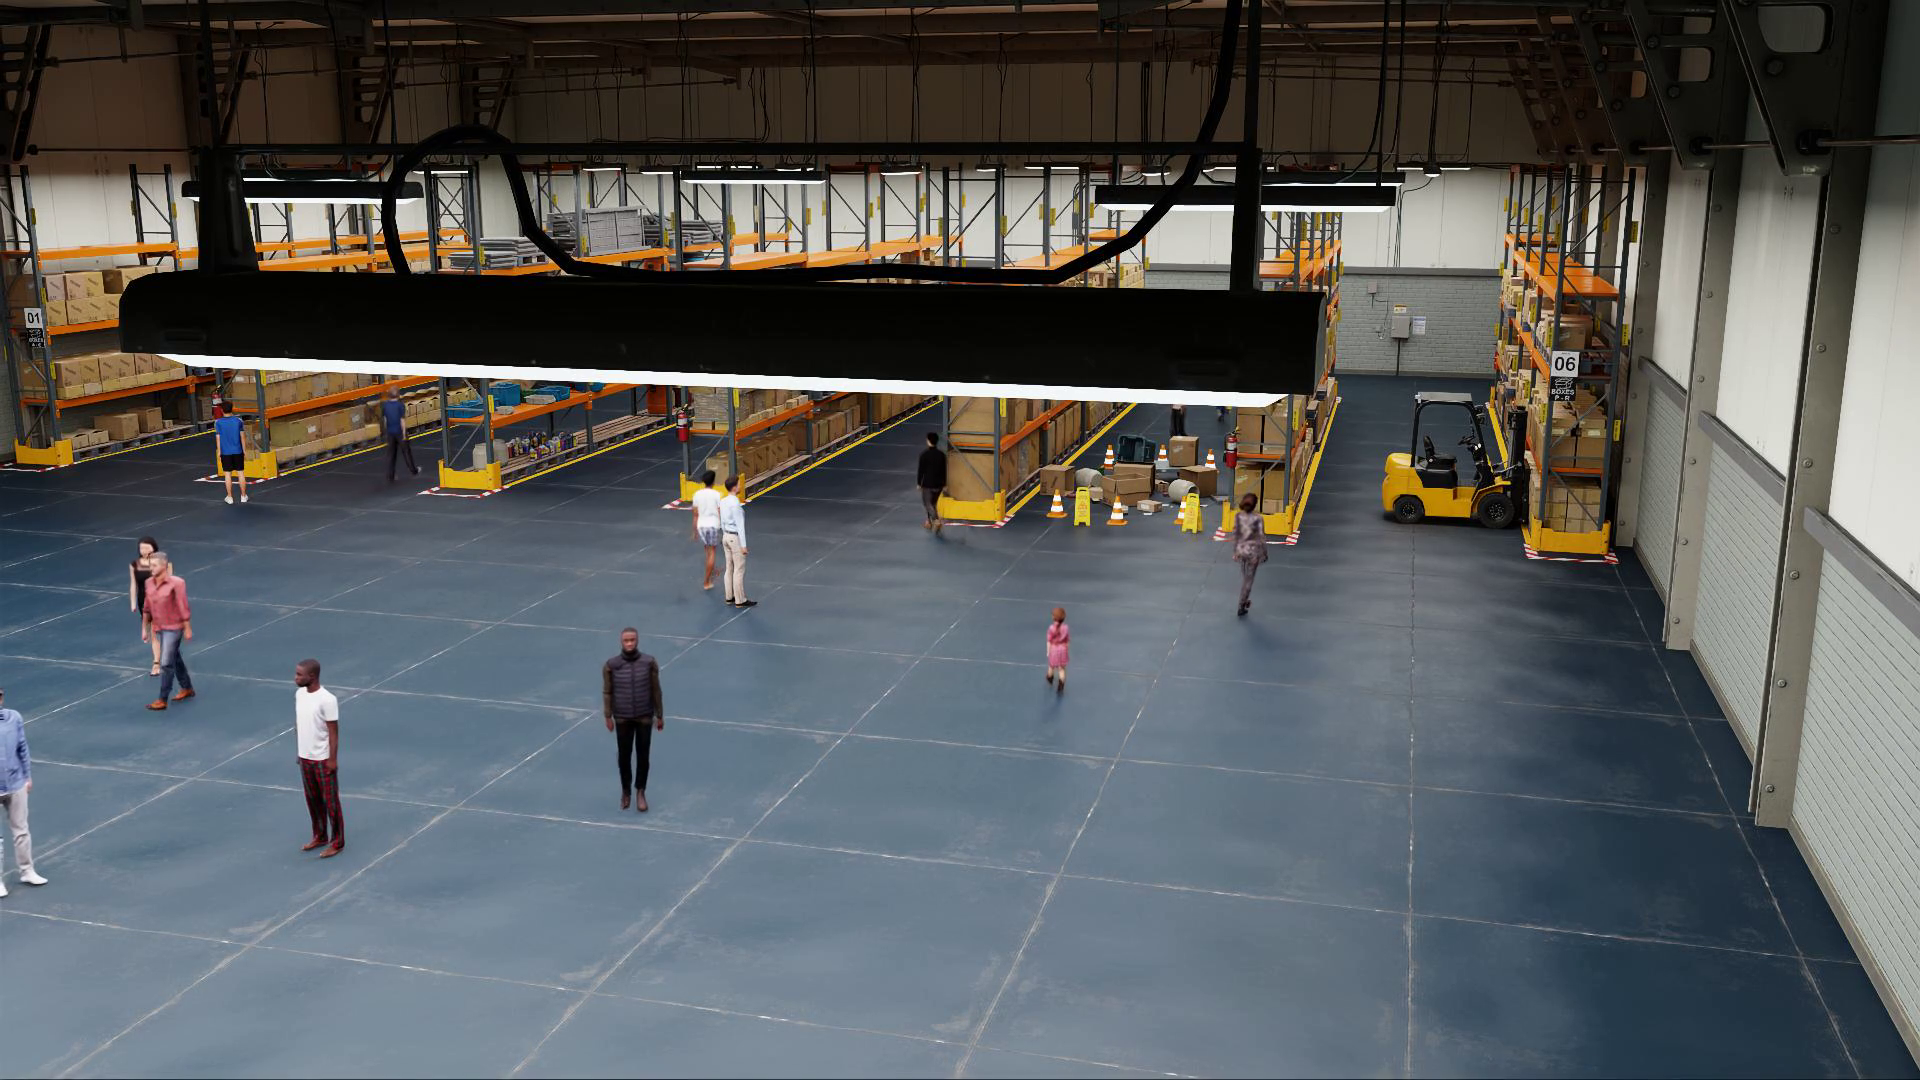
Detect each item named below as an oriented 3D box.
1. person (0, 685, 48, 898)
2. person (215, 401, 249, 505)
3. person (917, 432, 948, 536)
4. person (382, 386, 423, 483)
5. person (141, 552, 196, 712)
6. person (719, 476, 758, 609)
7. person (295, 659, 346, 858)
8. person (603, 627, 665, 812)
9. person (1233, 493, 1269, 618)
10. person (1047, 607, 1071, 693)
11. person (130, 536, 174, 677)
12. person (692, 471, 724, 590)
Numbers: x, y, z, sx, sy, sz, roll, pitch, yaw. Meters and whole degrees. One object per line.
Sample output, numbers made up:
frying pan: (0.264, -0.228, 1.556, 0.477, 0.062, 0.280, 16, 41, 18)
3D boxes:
person: (-8.210, 2.093, 14.220, 0.794, 1.887, 0.662, 11, 17, 39)
person: (-13.260, -1.614, 30.272, 0.731, 1.866, 0.796, -8, 15, -31)
person: (-0.447, -0.930, 27.687, 1.045, 1.700, 1.139, -6, 14, -25)
person: (-10.924, -2.012, 32.082, 0.672, 1.825, 1.134, 3, 13, 13)
person: (-9.015, 1.008, 19.100, 0.790, 1.798, 1.104, 5, 14, 21)
person: (-3.154, 0.014, 23.284, 0.789, 1.848, 0.753, -10, 17, -38)
person: (-5.783, 1.937, 15.012, 0.720, 1.833, 0.654, 9, 16, 33)
person: (-3.146, 1.701, 16.049, 0.826, 1.825, 0.849, -4, 14, -17)
person: (3.910, 0.215, 22.750, 0.730, 1.697, 0.849, 10, 16, 37)
person: (1.162, 1.307, 19.579, 0.614, 1.000, 0.790, -2, 13, -9)
person: (-9.826, 0.786, 20.323, 0.893, 1.680, 1.152, -1, 13, -5)
person: (-3.681, -0.116, 24.179, 0.687, 1.698, 1.024, 5, 14, 20)
